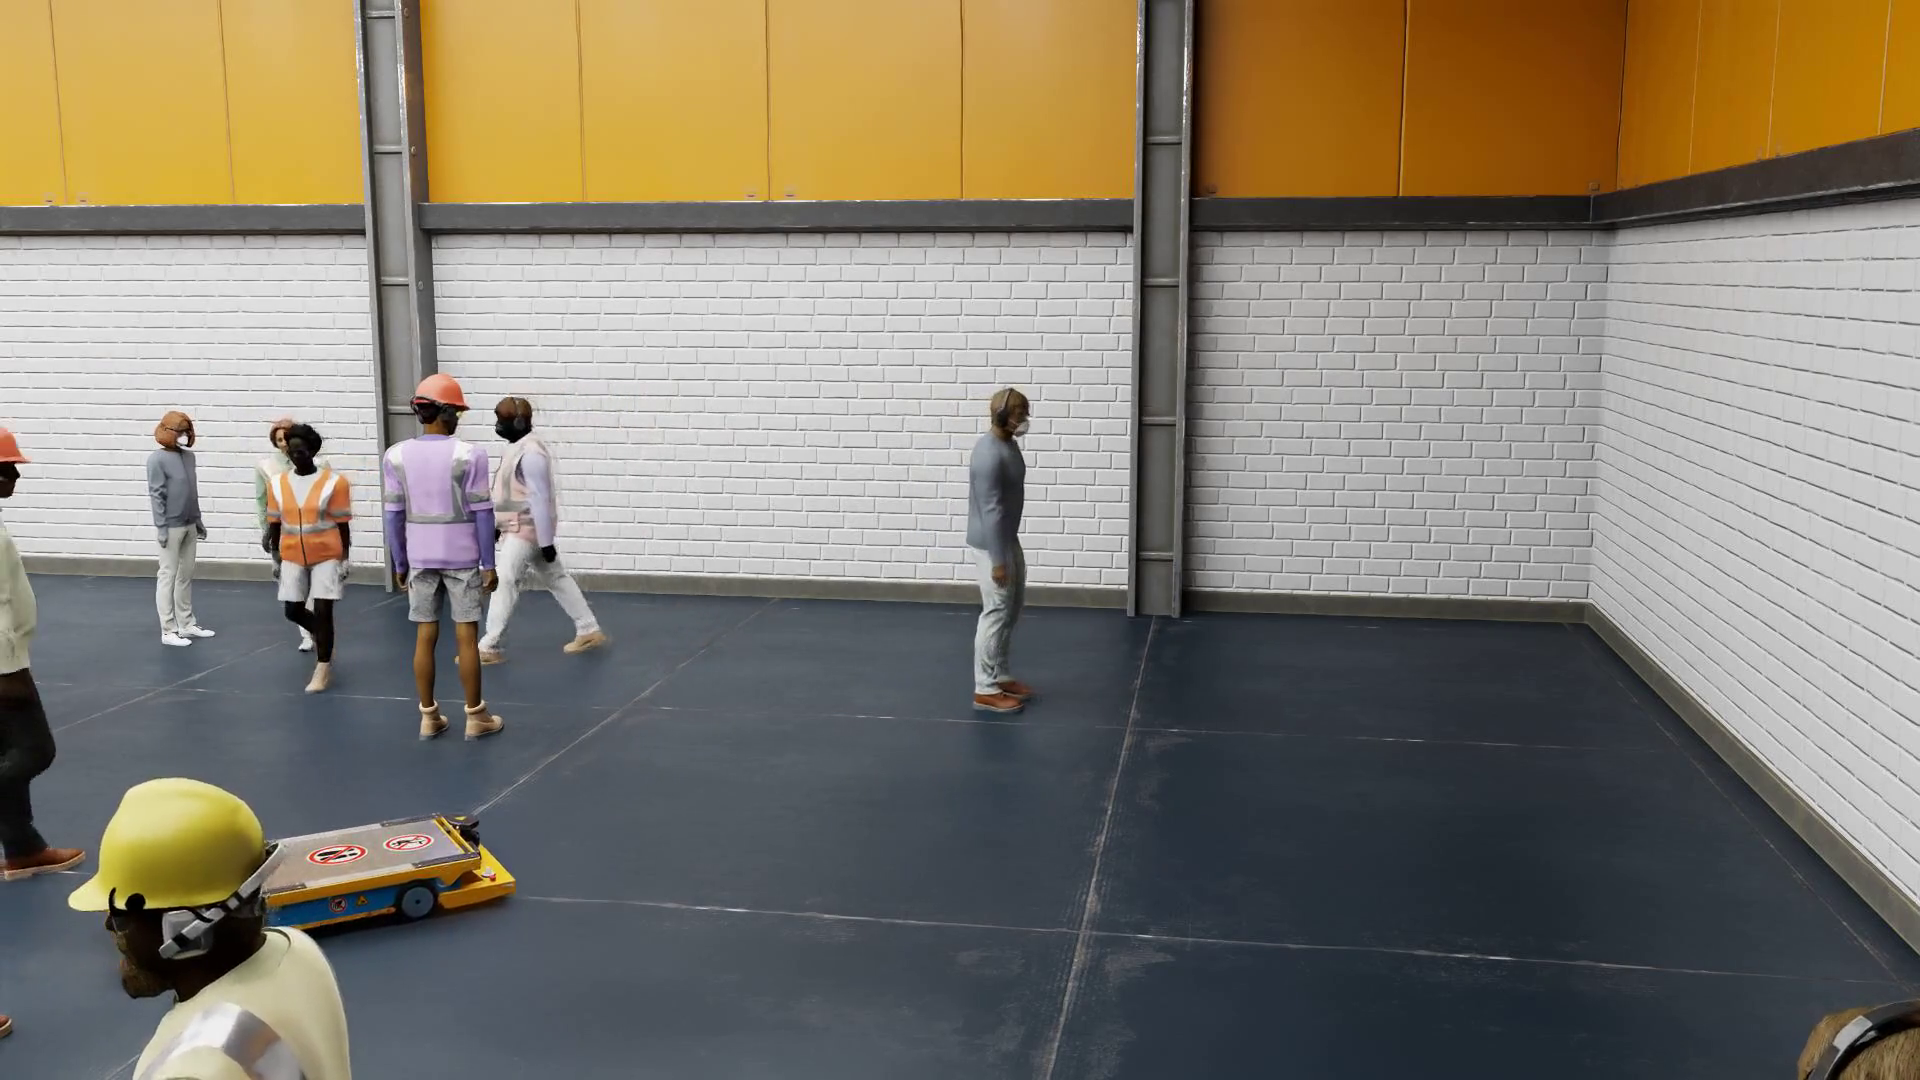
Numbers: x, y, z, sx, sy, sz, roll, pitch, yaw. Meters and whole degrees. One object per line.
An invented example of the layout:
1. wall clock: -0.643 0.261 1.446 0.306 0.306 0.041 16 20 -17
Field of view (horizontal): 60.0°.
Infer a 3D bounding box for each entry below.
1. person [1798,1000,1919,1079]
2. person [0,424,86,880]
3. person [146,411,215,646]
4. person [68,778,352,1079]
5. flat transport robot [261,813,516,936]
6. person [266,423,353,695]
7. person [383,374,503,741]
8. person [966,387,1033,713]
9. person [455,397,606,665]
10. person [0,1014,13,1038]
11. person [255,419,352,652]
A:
1. person: 0.872 1.372 1.699 0.635 1.937 0.352 -2 9 -13
2. person: -4.070 0.497 6.951 0.570 1.979 0.639 -7 12 -38
3. person: -5.464 -0.088 11.640 0.278 1.633 0.498 1 9 7
4. person: -1.175 1.268 2.712 0.403 1.823 0.595 -1 9 -9
5. flat transport robot: -2.607 1.385 6.751 1.431 0.197 0.652 -6 11 -31
6. person: -4.025 0.093 10.383 0.532 1.678 0.550 0 9 0
7. person: -2.853 0.104 9.226 0.605 2.036 0.393 1 9 6
8. person: 0.230 0.059 9.842 0.391 1.922 0.653 2 9 12
9. person: -2.852 -0.061 11.092 1.009 1.794 0.633 -3 10 -18
10. person: -3.358 0.749 5.366 0.382 1.996 0.608 -3 10 -17
11. person: -4.599 -0.067 11.665 0.592 1.588 0.872 -3 10 -21
